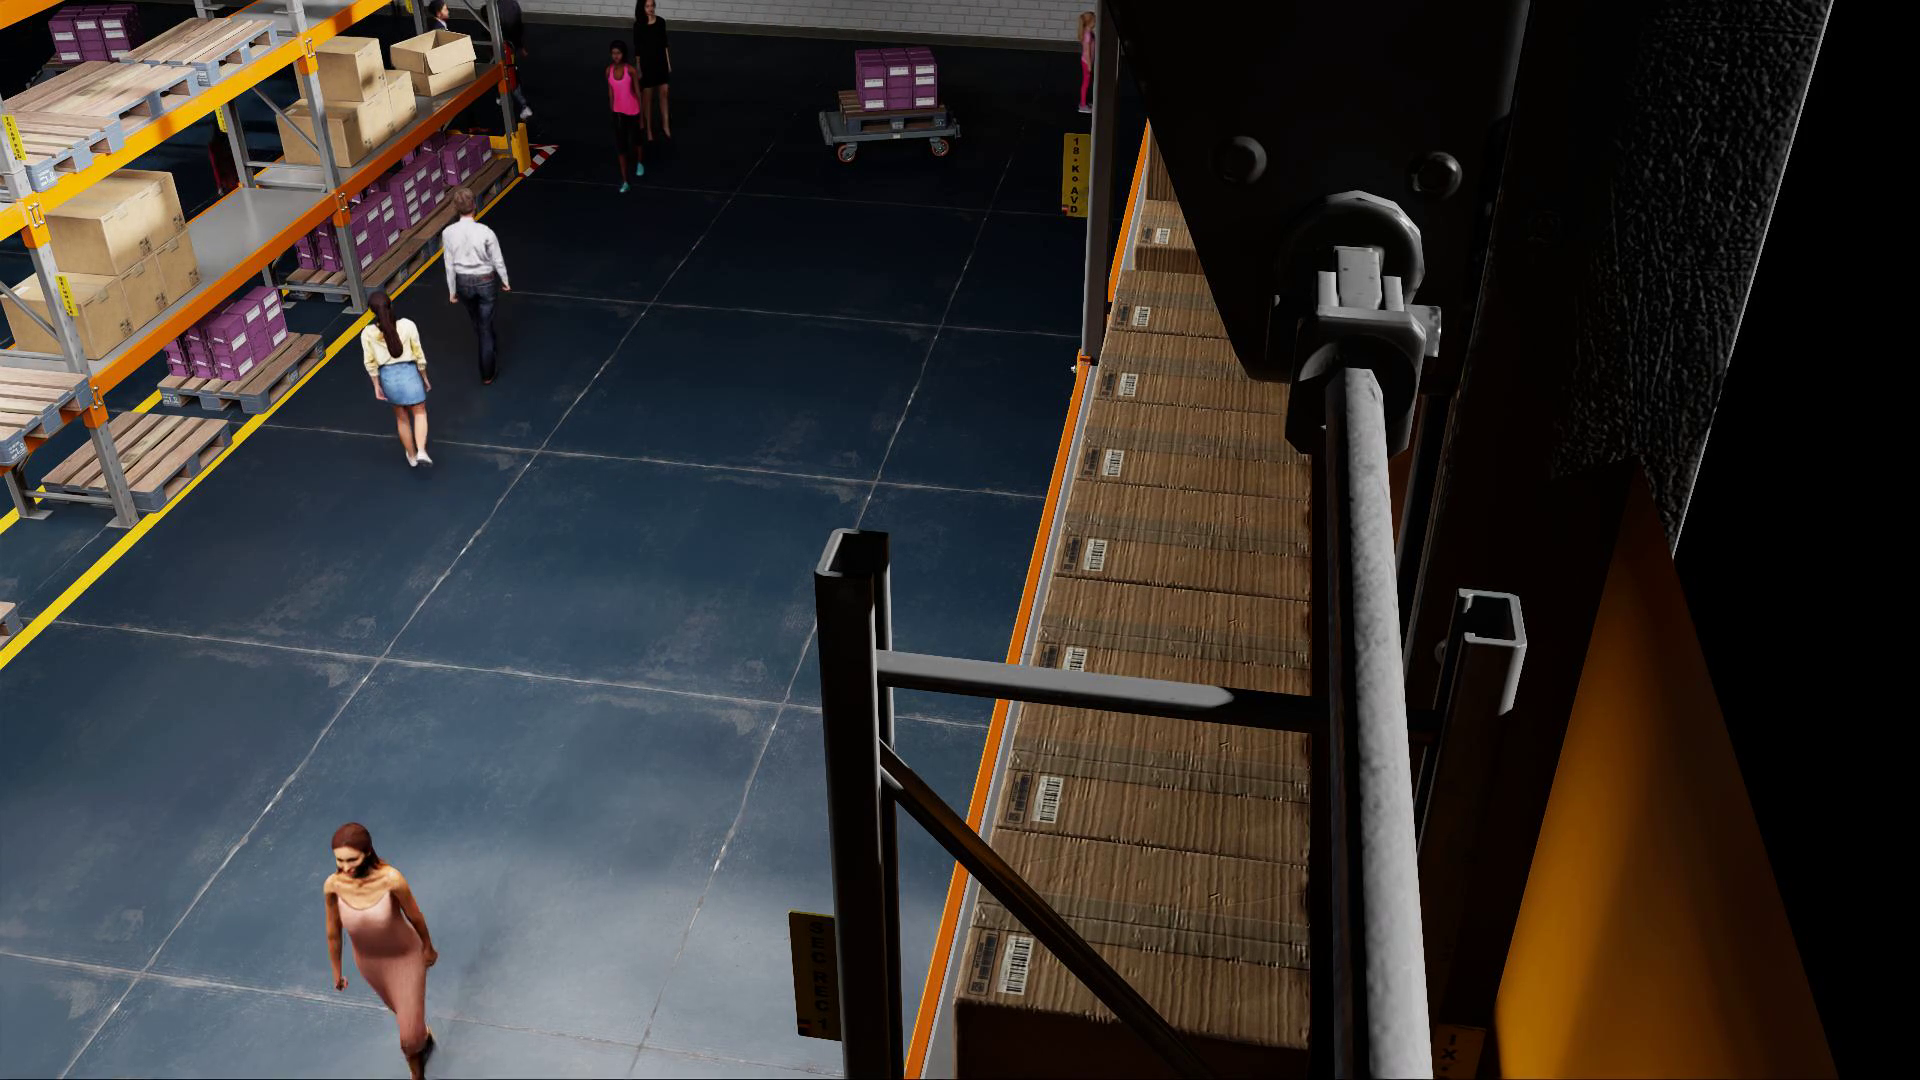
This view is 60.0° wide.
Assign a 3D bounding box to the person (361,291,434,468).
[{"bbox_3d":[-4.617,-1.272,13.760,0.855,1.616,0.959,-11,35,-16],"label":"person"}]

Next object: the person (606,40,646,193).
[{"bbox_3d":[-3.807,-4.931,19.213,0.695,1.675,1.156,1,34,1],"label":"person"}]

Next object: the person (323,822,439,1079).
[{"bbox_3d":[-2.905,2.080,8.544,0.717,1.809,0.879,0,34,0],"label":"person"}]

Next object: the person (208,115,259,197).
[{"bbox_3d":[-7.511,-3.593,17.227,0.601,1.644,0.583,4,34,5],"label":"person"}]

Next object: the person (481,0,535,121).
[{"bbox_3d":[-5.710,-6.209,21.040,1.227,1.781,1.181,-29,43,-36],"label":"person"}]

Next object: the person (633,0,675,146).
[{"bbox_3d":[-3.743,-5.765,20.350,0.648,1.804,0.709,-21,39,-29],"label":"person"}]

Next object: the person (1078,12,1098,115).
[{"bbox_3d":[1.649,-6.174,21.446,0.561,1.272,0.448,3,34,5],"label":"person"}]

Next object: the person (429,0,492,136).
[{"bbox_3d":[-6.392,-5.728,20.400,0.911,1.688,1.119,-5,34,-7],"label":"person"}]

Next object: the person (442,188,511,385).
[{"bbox_3d":[-4.402,-2.268,15.102,0.803,1.790,1.106,0,34,-1],"label":"person"}]
